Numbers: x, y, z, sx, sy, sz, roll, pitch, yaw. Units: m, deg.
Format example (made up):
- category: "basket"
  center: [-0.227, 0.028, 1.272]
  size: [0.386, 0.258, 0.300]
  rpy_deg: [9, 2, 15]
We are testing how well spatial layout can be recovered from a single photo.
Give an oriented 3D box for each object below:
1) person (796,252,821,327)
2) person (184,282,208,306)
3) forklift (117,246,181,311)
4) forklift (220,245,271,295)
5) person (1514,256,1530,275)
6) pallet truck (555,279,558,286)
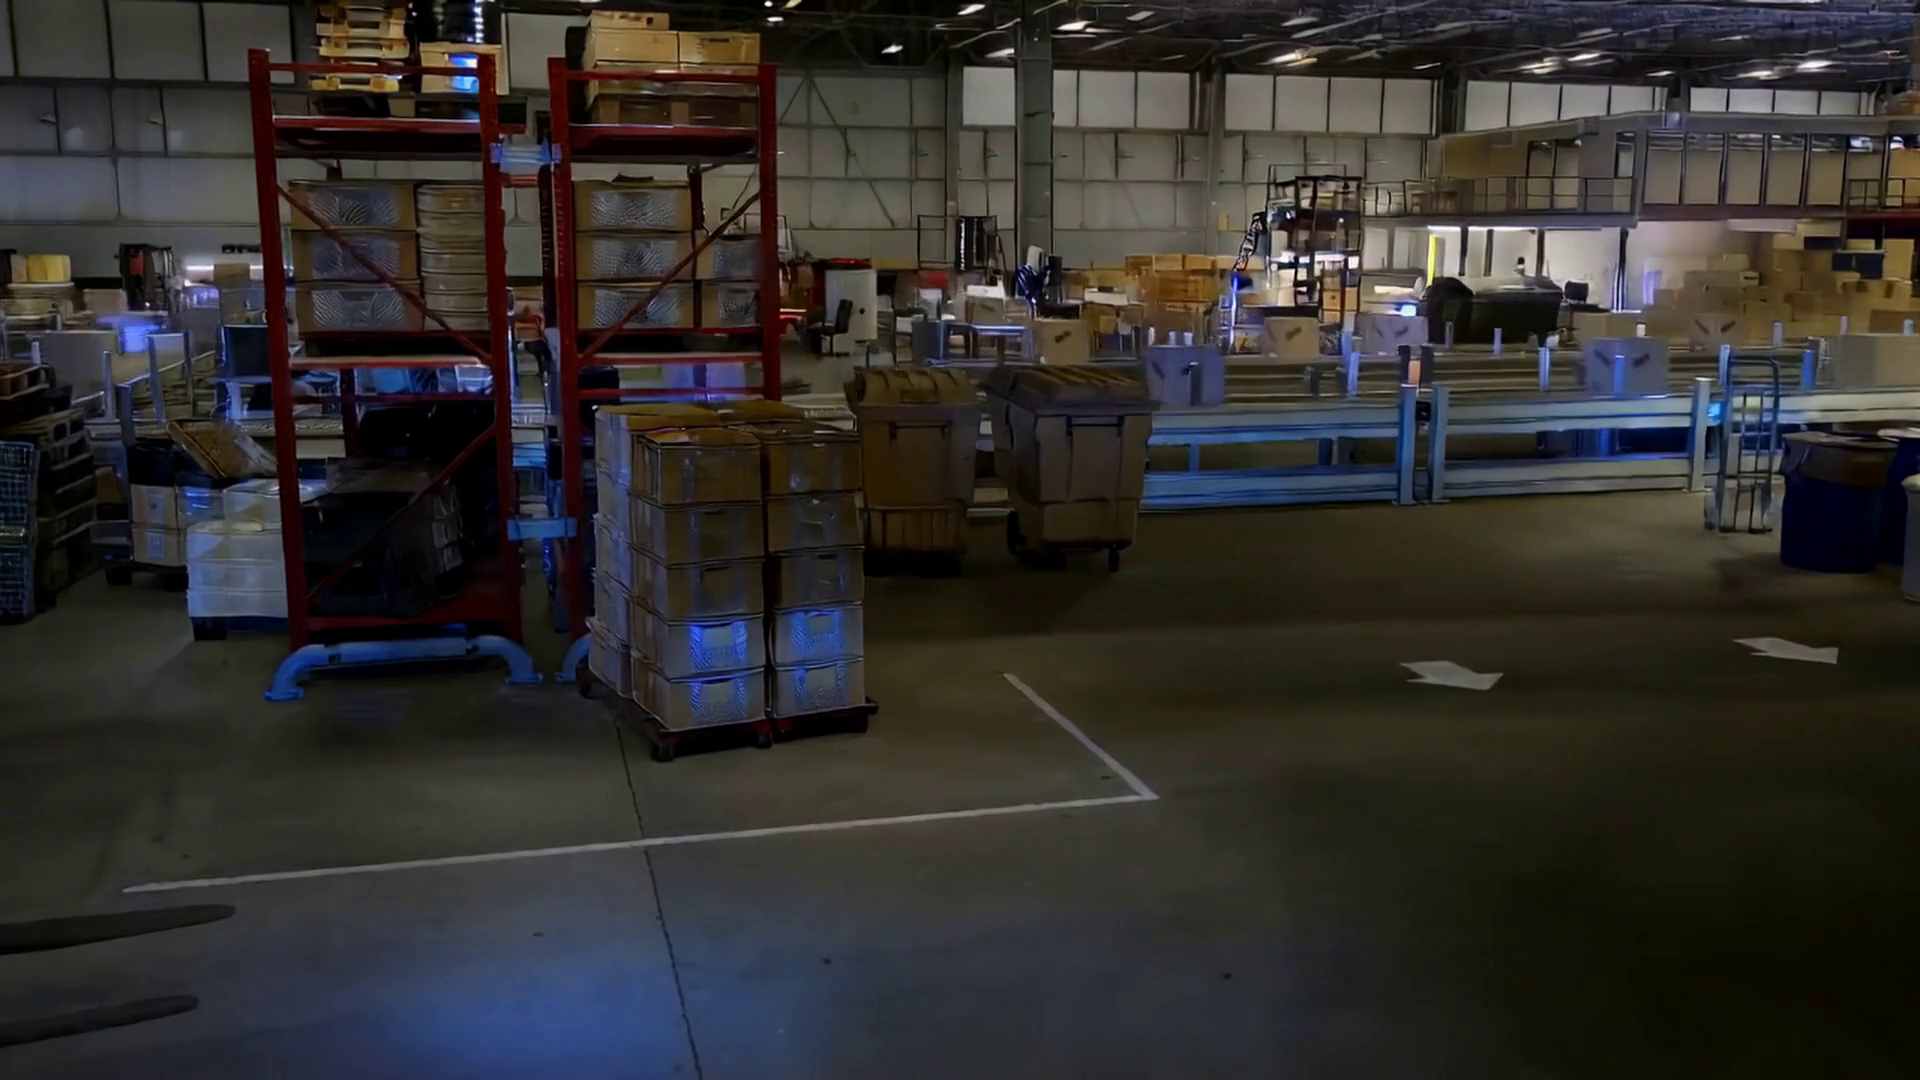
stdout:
- category: "person"
  center: [-3.645, -5.842, 39.576]
  size: [1.051, 1.994, 0.632]
  rpy_deg: [3, 11, 19]
- category: "person"
  center: [-15.603, -4.804, 33.936]
  size: [0.639, 1.901, 0.406]
  rpy_deg: [7, 12, 36]
- category: "forklift"
  center: [-19.966, -6.232, 40.894]
  size: [1.157, 1.987, 2.680]
  rpy_deg: [-3, 10, -15]
- category: "forklift"
  center: [-17.749, -6.334, 41.440]
  size: [1.157, 1.987, 2.680]
  rpy_deg: [-3, 10, -17]
- category: "person"
  center: [16.708, -7.535, 49.568]
  size: [0.504, 1.839, 0.344]
  rpy_deg: [-1, 10, -5]
- category: "pallet truck"
  center: [-10.604, -6.375, 44.520]
  size: [0.653, 1.274, 1.630]
  rpy_deg: [-3, 10, -15]
